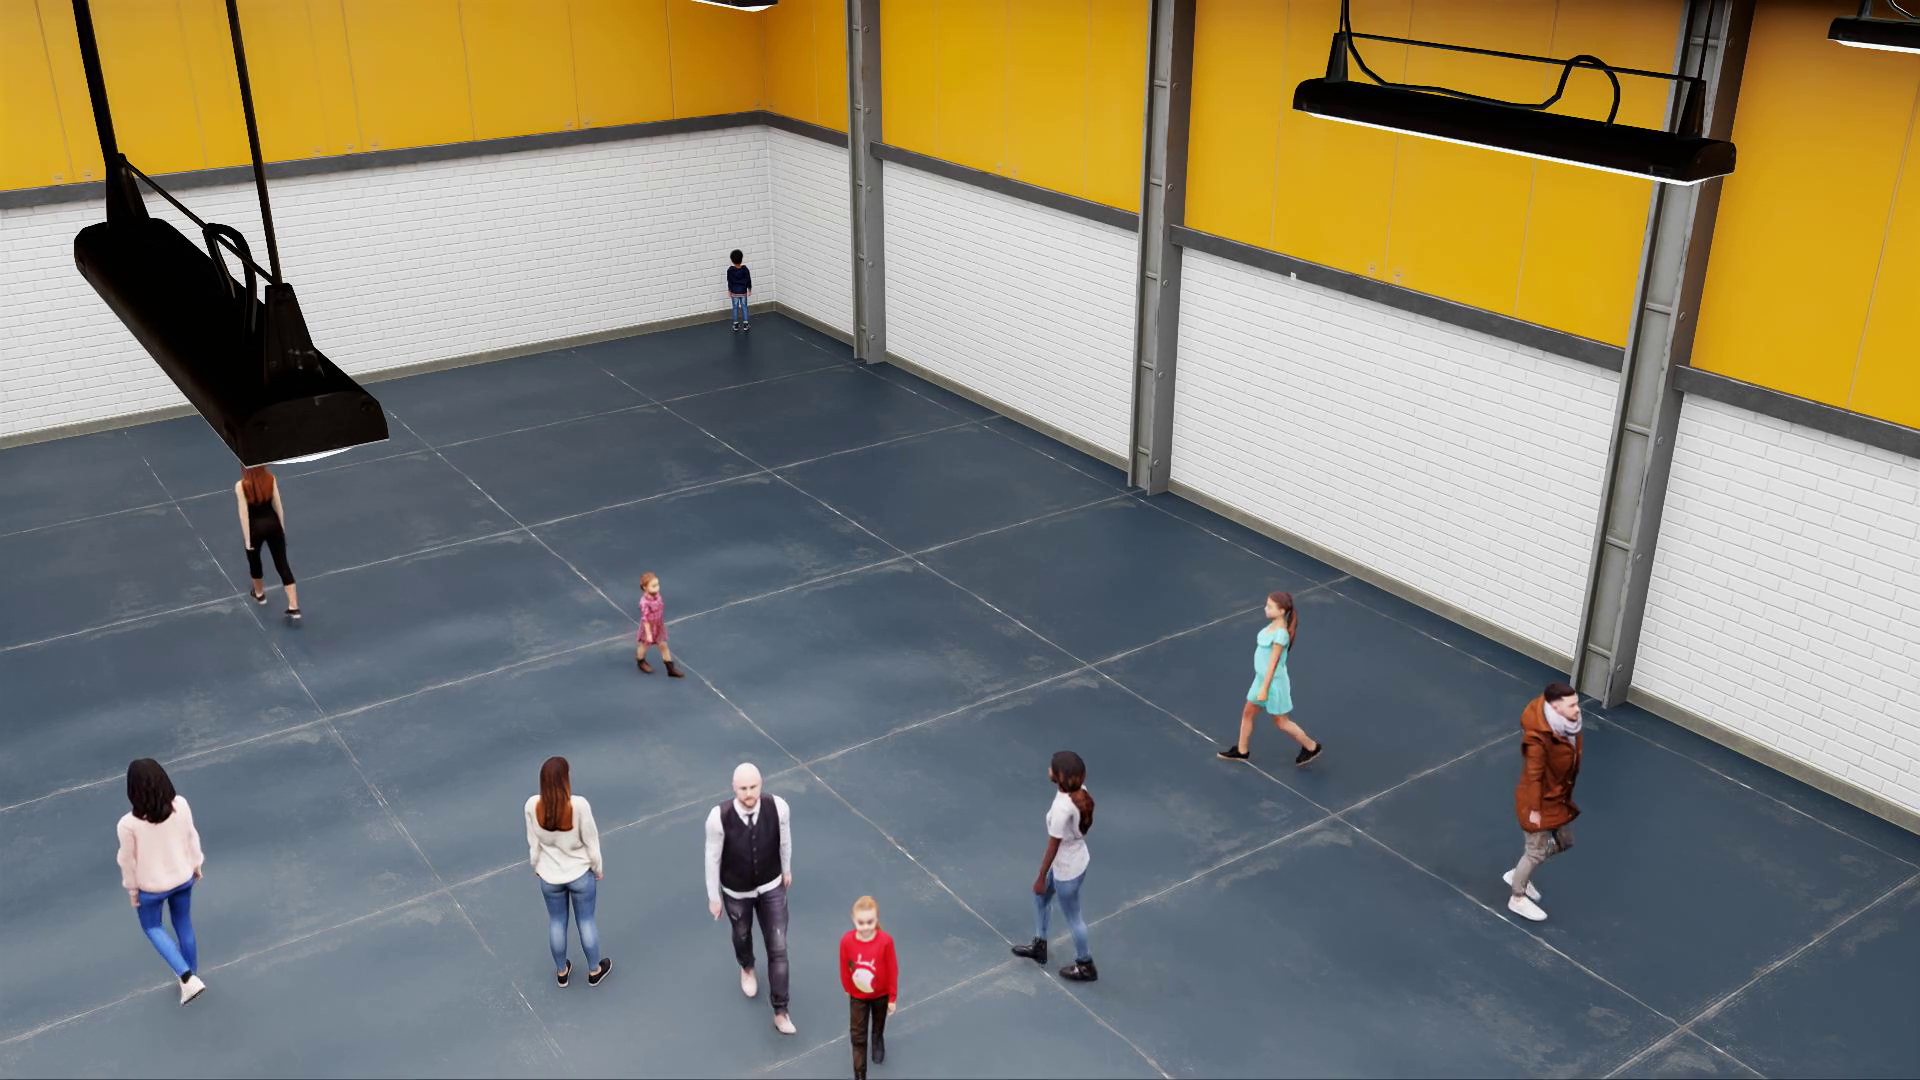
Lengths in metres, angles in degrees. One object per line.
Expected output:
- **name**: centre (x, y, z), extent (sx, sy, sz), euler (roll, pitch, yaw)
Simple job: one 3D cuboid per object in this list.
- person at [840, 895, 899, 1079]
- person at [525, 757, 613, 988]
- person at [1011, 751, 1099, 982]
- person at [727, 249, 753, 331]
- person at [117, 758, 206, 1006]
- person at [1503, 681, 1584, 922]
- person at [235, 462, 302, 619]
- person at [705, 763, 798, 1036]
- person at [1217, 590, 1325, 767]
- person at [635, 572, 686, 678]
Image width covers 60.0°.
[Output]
- **person**: centre (-0.535, 2.686, 10.029), extent (0.799, 1.245, 0.975), euler (-1, 24, -3)
- **person**: centre (-2.529, 2.140, 10.722), extent (0.703, 1.692, 0.738), euler (1, 24, 2)
- **person**: centre (0.770, 2.132, 10.723), extent (0.965, 1.705, 0.882), euler (7, 24, 15)
- **person**: centre (-3.290, -3.733, 24.742), extent (0.596, 1.223, 0.625), euler (-2, 24, -4)
- **person**: centre (-4.986, 2.206, 10.494), extent (0.719, 1.753, 0.824), euler (-21, 31, -39)
- **person**: centre (3.934, 1.758, 11.430), extent (0.828, 1.824, 0.815), euler (17, 29, 34)
- **person**: centre (-6.524, -0.030, 15.698), extent (0.702, 1.683, 1.191), euler (-21, 31, -40)
- **person**: centre (-1.330, 2.167, 10.547), extent (0.955, 1.782, 1.235), euler (-7, 25, -16)
- **person**: centre (2.555, 1.137, 13.217), extent (1.016, 1.530, 1.053), euler (0, 24, 1)
- **person**: centre (-2.766, 0.747, 14.766), extent (0.796, 1.004, 0.624), euler (13, 27, 27)
